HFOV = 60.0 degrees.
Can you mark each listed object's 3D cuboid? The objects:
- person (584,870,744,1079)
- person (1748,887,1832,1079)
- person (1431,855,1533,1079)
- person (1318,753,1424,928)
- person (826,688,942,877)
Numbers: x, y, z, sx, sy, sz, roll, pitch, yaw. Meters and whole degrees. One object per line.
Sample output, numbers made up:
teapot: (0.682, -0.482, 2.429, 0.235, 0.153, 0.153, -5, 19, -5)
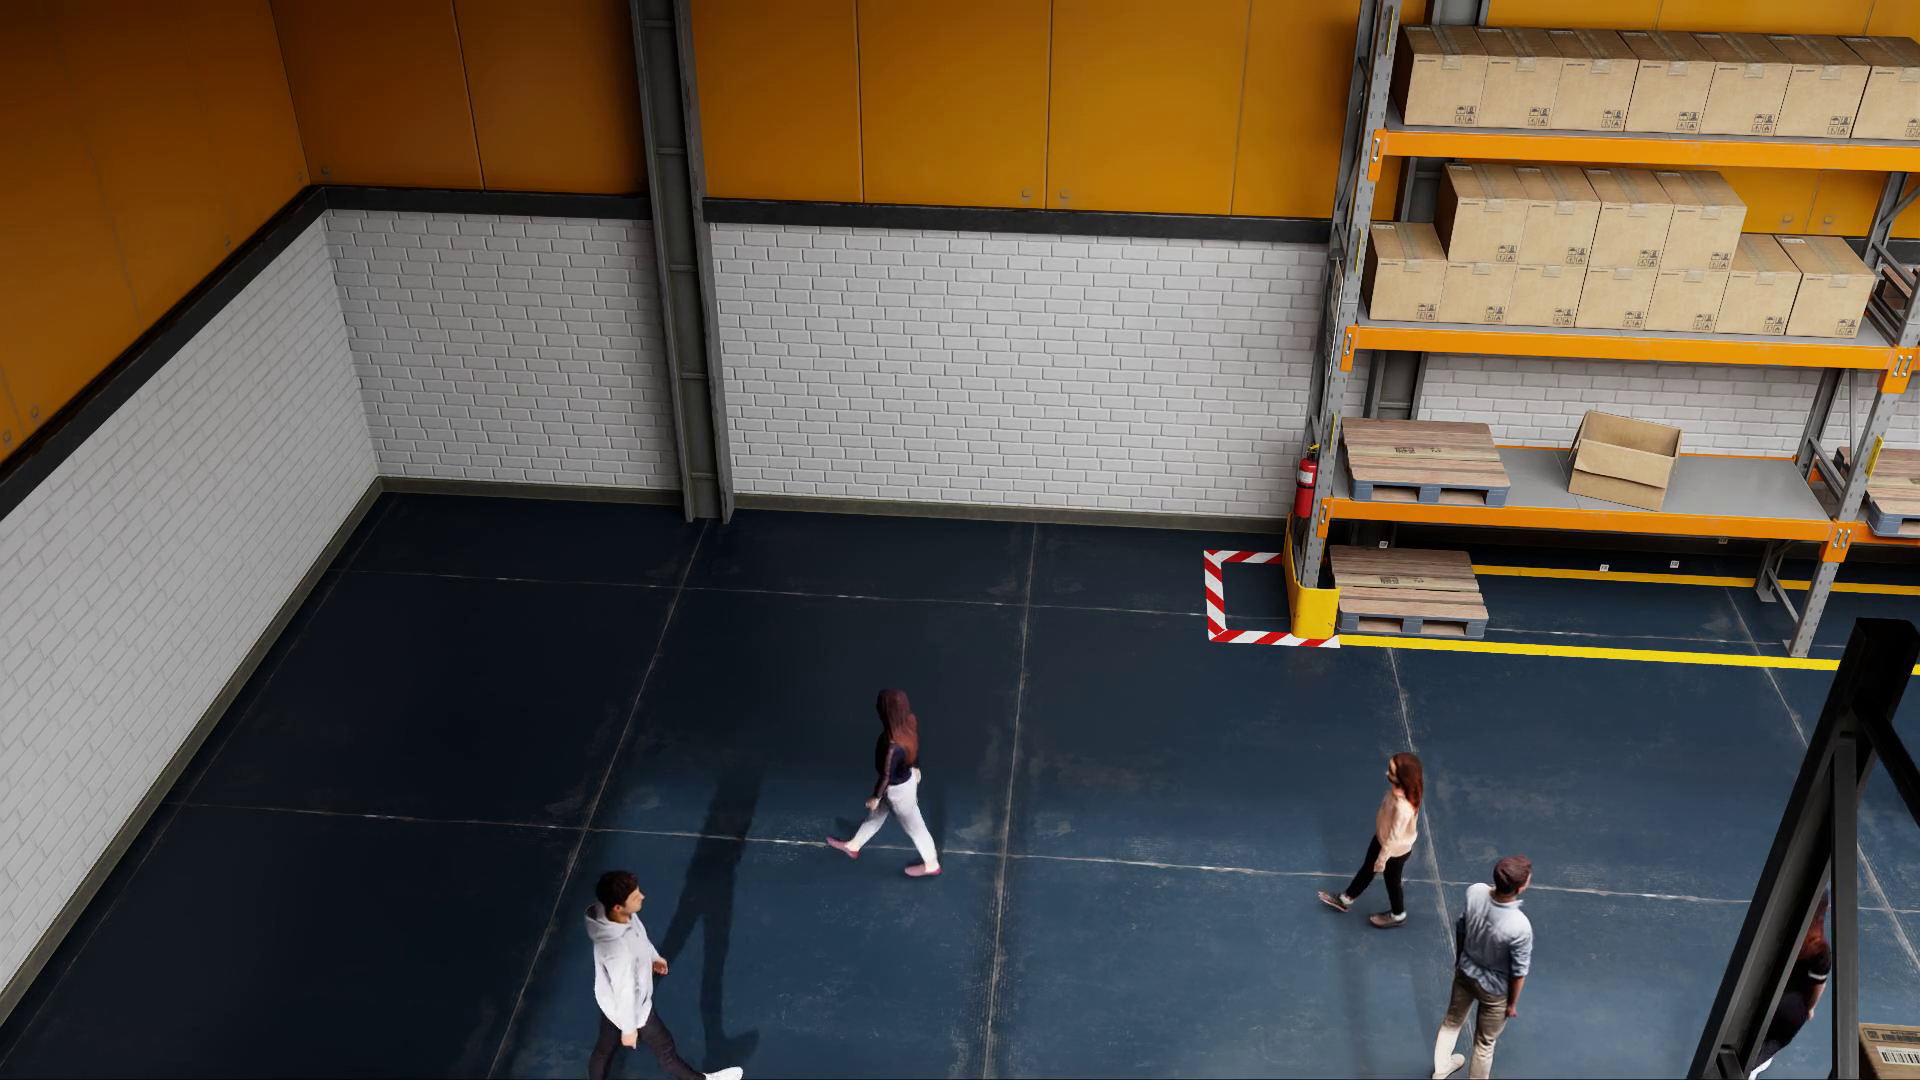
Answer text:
person: (-1.975, 2.612, 9.368, 1.264, 1.879, 0.997, -10, 35, -15)
person: (4.672, 2.631, 9.568, 1.018, 1.626, 0.922, -21, 39, -28)
person: (3.008, 2.515, 9.543, 0.750, 1.847, 0.734, -17, 37, -24)
person: (2.844, 1.955, 10.733, 0.782, 1.463, 0.578, 3, 34, 5)
person: (-0.344, 1.669, 11.069, 1.016, 1.566, 0.595, 3, 34, 5)
